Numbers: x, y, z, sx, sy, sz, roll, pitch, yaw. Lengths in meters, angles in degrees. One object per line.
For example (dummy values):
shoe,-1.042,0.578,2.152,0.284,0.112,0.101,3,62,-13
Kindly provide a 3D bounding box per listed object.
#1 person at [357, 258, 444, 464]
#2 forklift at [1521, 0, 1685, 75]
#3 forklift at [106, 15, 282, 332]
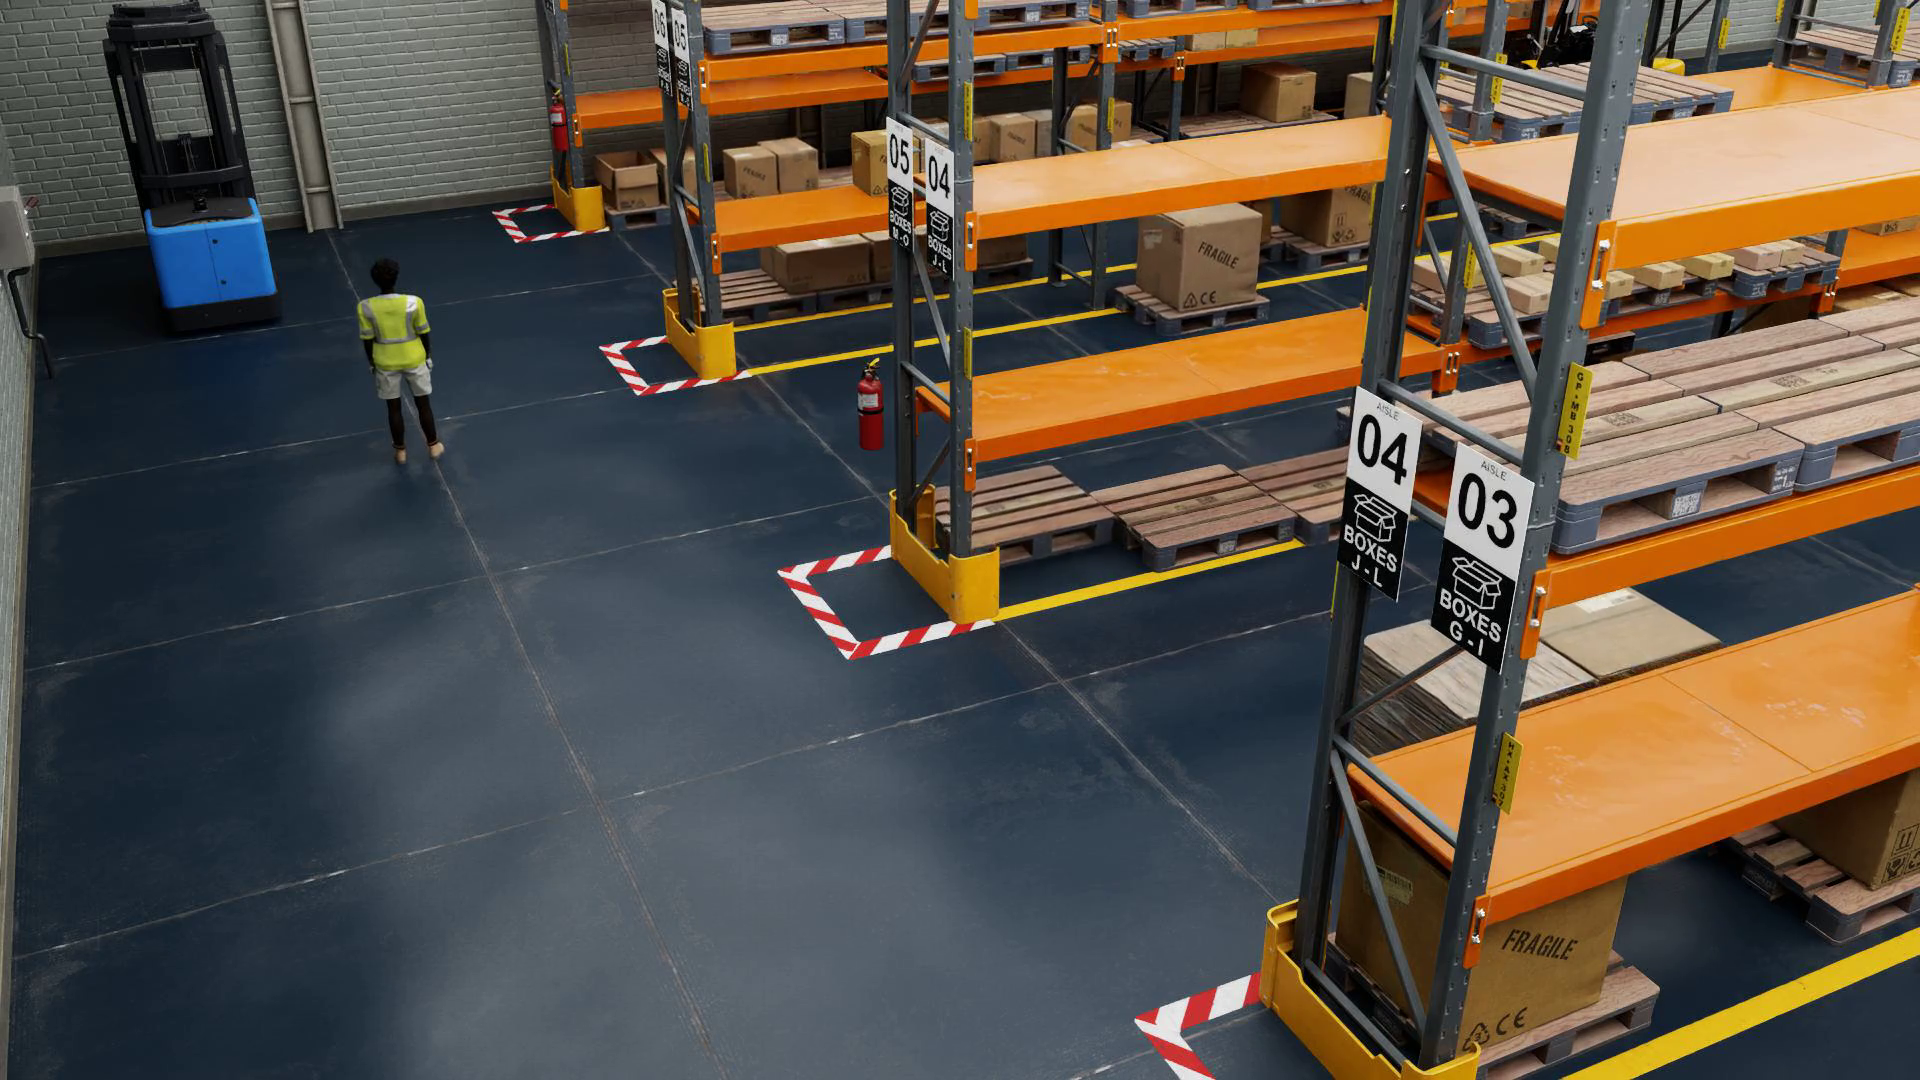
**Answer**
person,-4.467,-1.419,13.267,0.532,1.697,0.322,-6,28,-12
forklift,8.950,-6.807,23.056,1.214,2.155,2.313,-12,30,-22
forklift,-7.548,-3.672,16.323,1.129,2.768,1.873,-12,30,-22
